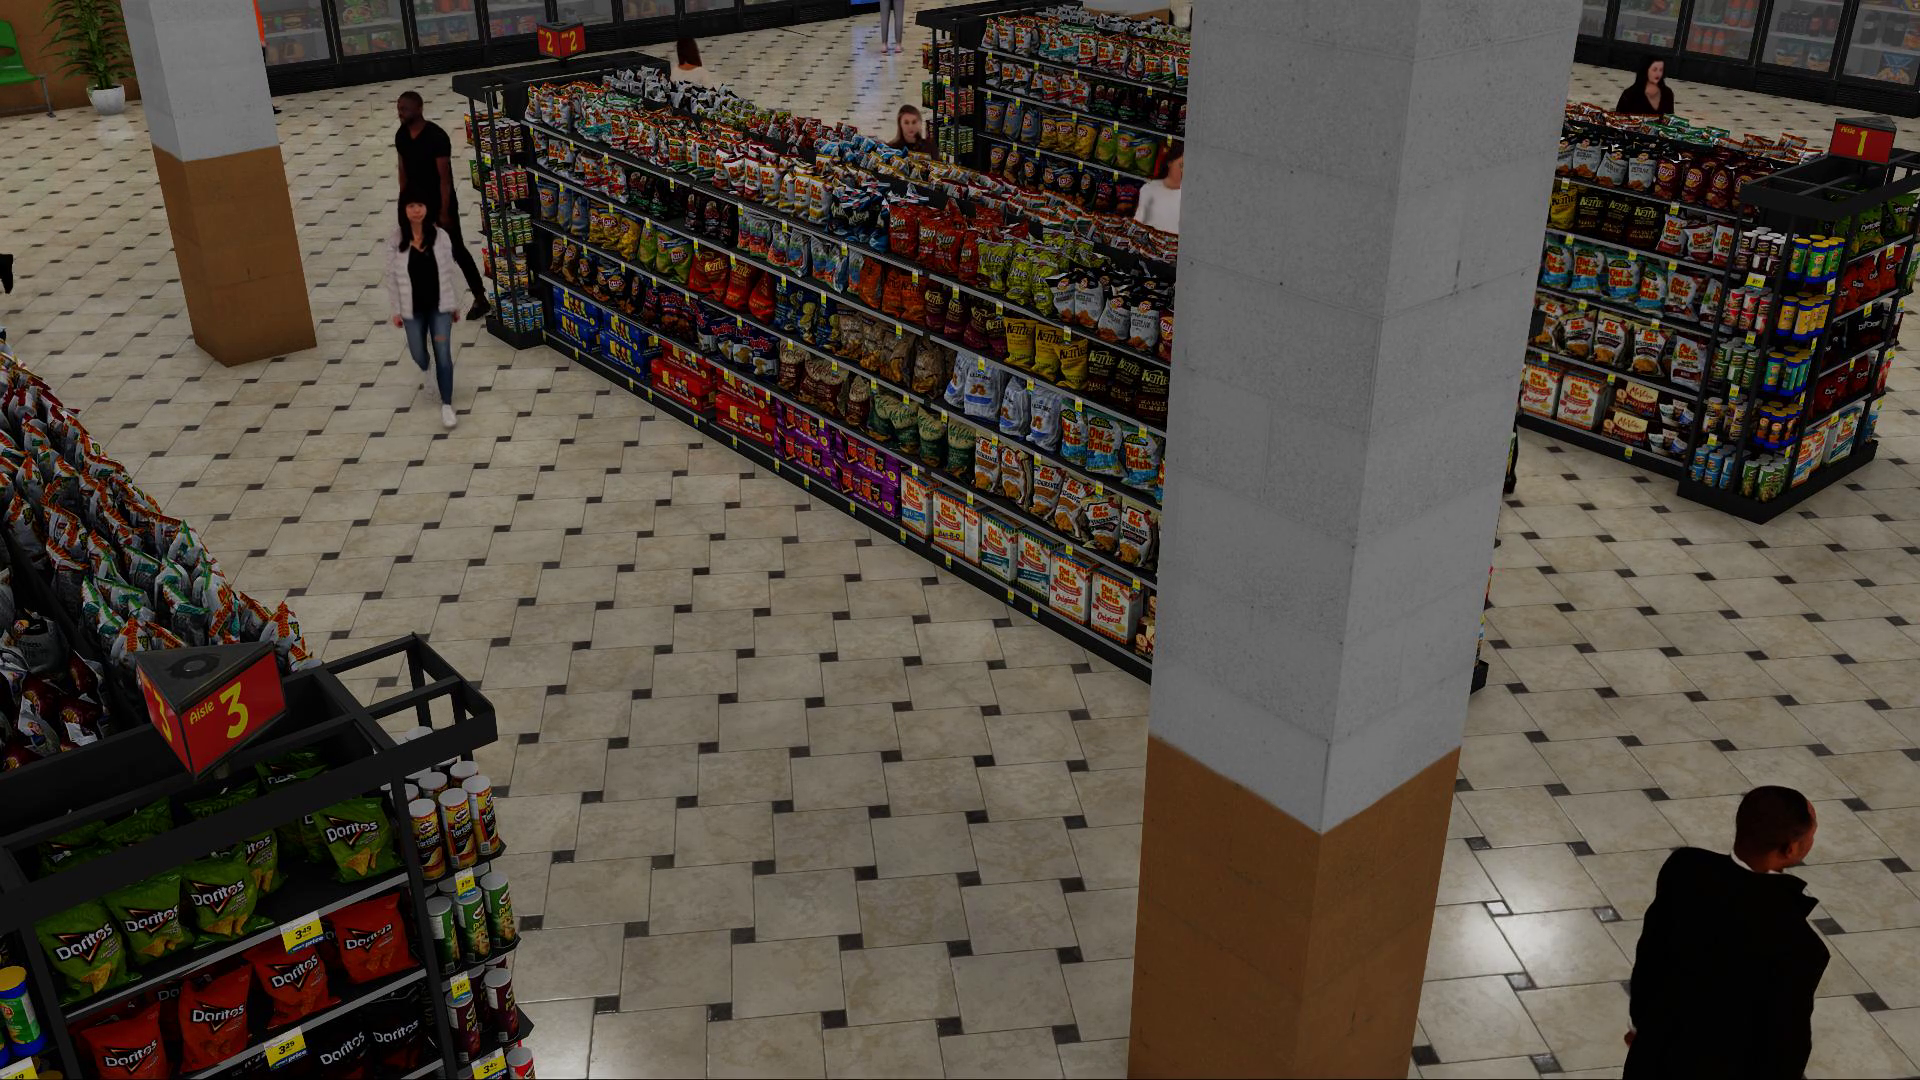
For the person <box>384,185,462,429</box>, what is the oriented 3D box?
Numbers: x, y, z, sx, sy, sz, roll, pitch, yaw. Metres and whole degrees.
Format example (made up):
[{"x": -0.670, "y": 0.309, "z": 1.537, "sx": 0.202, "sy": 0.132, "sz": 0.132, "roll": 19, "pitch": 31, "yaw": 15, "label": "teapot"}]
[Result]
[{"x": -3.656, "y": -1.619, "z": 11.340, "sx": 0.831, "sy": 1.622, "sz": 1.052, "roll": -10, "pitch": 29, "yaw": -19, "label": "person"}]

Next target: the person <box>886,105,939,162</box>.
[{"x": -0.387, "y": -2.594, "z": 13.173, "sx": 0.675, "sy": 1.703, "sz": 0.651, "roll": -6, "pitch": 28, "yaw": -13, "label": "person"}]

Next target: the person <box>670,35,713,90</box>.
[{"x": -2.553, "y": -3.960, "z": 15.892, "sx": 0.644, "sy": 1.680, "sz": 0.760, "roll": 9, "pitch": 28, "yaw": 18, "label": "person"}]

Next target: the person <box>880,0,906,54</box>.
[{"x": -0.955, "y": -7.666, "z": 23.279, "sx": 0.646, "sy": 1.608, "sz": 0.702, "roll": 1, "pitch": 27, "yaw": 3, "label": "person"}]

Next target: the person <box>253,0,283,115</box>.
[{"x": -8.445, "y": -5.942, "z": 19.724, "sx": 0.648, "sy": 1.749, "sz": 0.766, "roll": 10, "pitch": 29, "yaw": 19, "label": "person"}]

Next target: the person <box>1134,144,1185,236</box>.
[{"x": 1.447, "y": -2.117, "z": 12.287, "sx": 0.816, "sy": 1.653, "sz": 0.912, "roll": -2, "pitch": 27, "yaw": -3, "label": "person"}]

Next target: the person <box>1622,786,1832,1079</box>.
[{"x": 2.163, "y": 1.517, "z": 4.845, "sx": 0.816, "sy": 1.904, "sz": 0.618, "roll": -13, "pitch": 30, "yaw": -25, "label": "person"}]

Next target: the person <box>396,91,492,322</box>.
[{"x": -4.190, "y": -2.632, "z": 13.137, "sx": 0.802, "sy": 1.803, "sz": 0.929, "roll": 12, "pitch": 29, "yaw": 23, "label": "person"}]

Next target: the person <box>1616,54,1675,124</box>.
[{"x": 5.977, "y": -3.438, "z": 14.823, "sx": 0.948, "sy": 1.717, "sz": 1.138, "roll": -7, "pitch": 28, "yaw": -14, "label": "person"}]
